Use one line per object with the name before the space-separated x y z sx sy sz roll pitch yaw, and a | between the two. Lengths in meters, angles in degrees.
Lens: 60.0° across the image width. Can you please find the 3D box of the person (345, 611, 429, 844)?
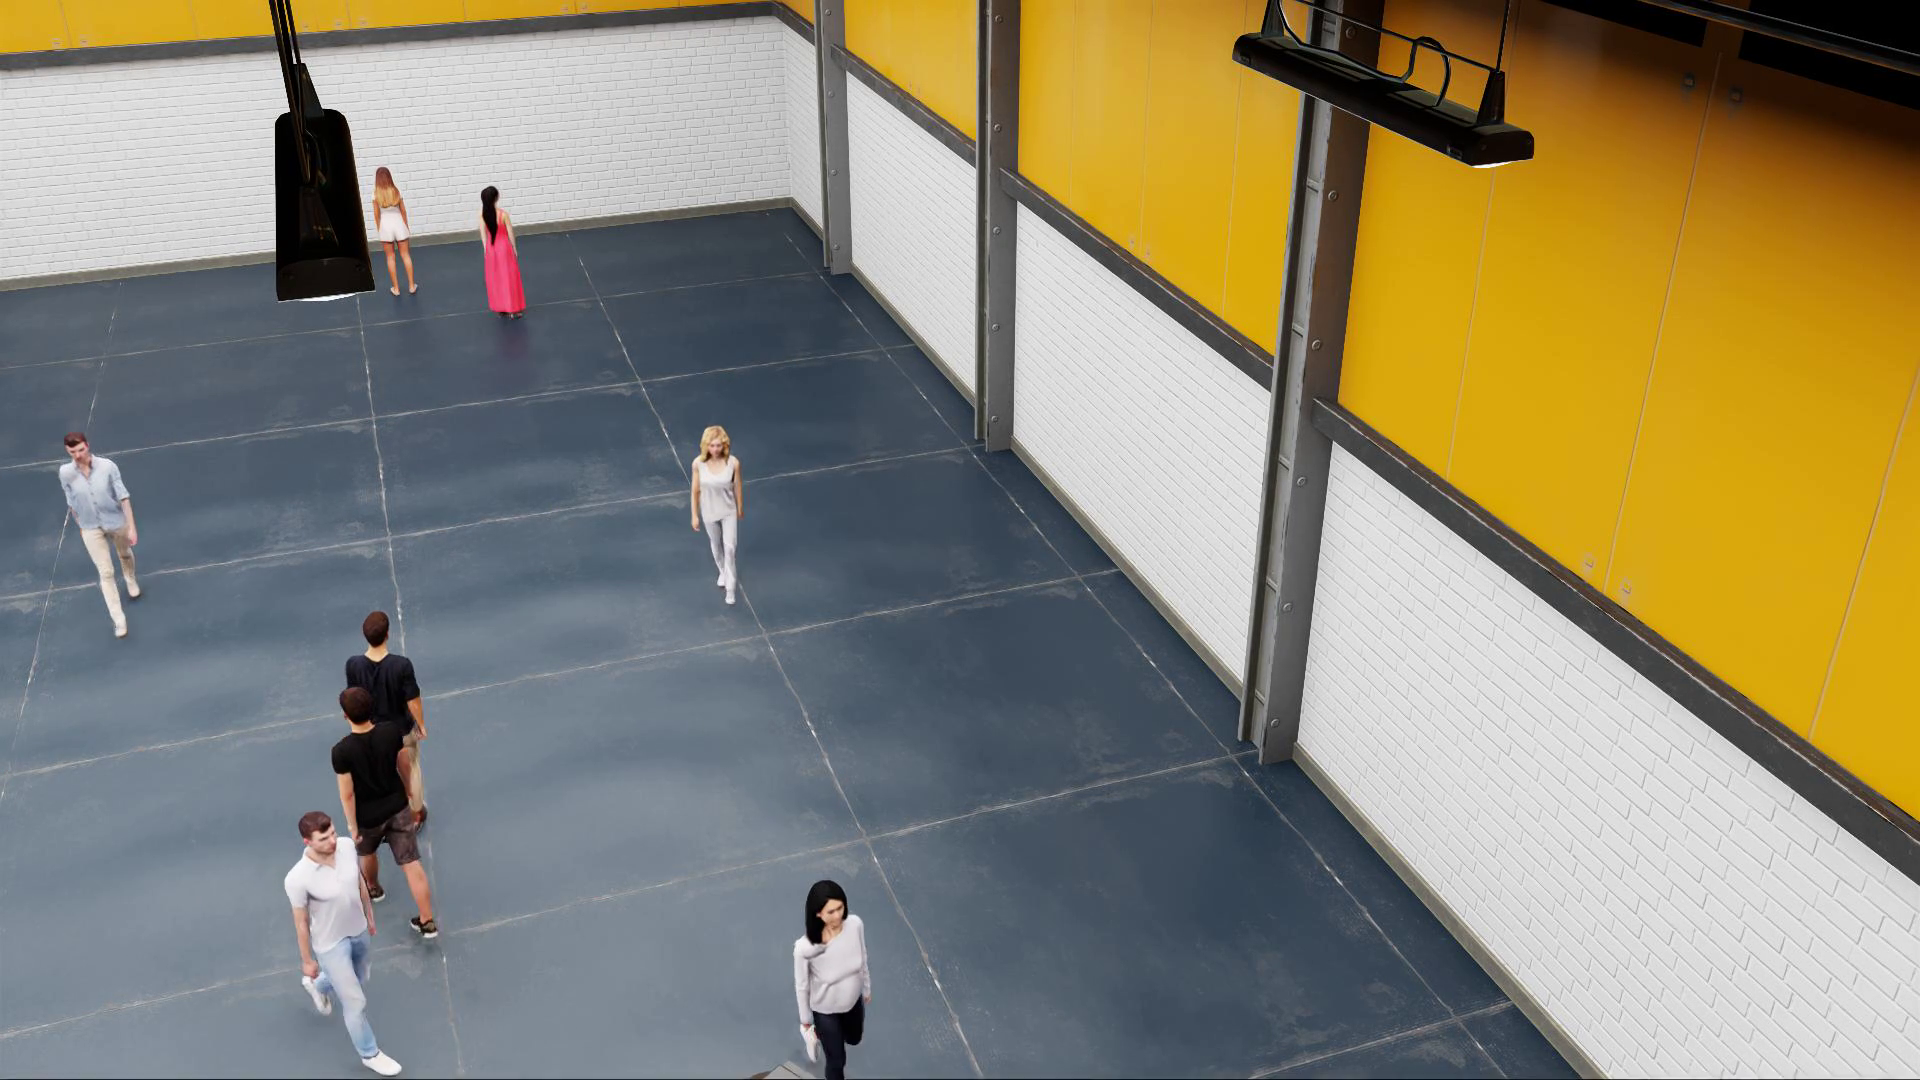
person | -4.032 1.373 11.712 0.737 1.839 0.896 -5 29 -8

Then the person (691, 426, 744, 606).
person | -2.168 -0.307 14.996 0.784 1.643 0.997 0 29 1

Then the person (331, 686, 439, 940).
person | -3.750 1.825 10.910 0.957 1.814 1.299 -23 36 -35

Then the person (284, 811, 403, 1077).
person | -3.773 2.350 9.934 1.182 1.826 1.107 14 32 24

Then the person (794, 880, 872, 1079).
person | -0.765 2.609 9.605 0.809 1.686 1.043 -21 35 -33

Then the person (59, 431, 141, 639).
person | -7.477 -0.153 14.561 0.744 1.789 1.300 -14 32 -24

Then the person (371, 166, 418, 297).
person | -7.447 -4.066 21.832 0.557 1.696 0.542 -11 30 -19

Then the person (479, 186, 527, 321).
person | -5.809 -3.625 20.991 0.709 1.727 0.726 5 29 8
